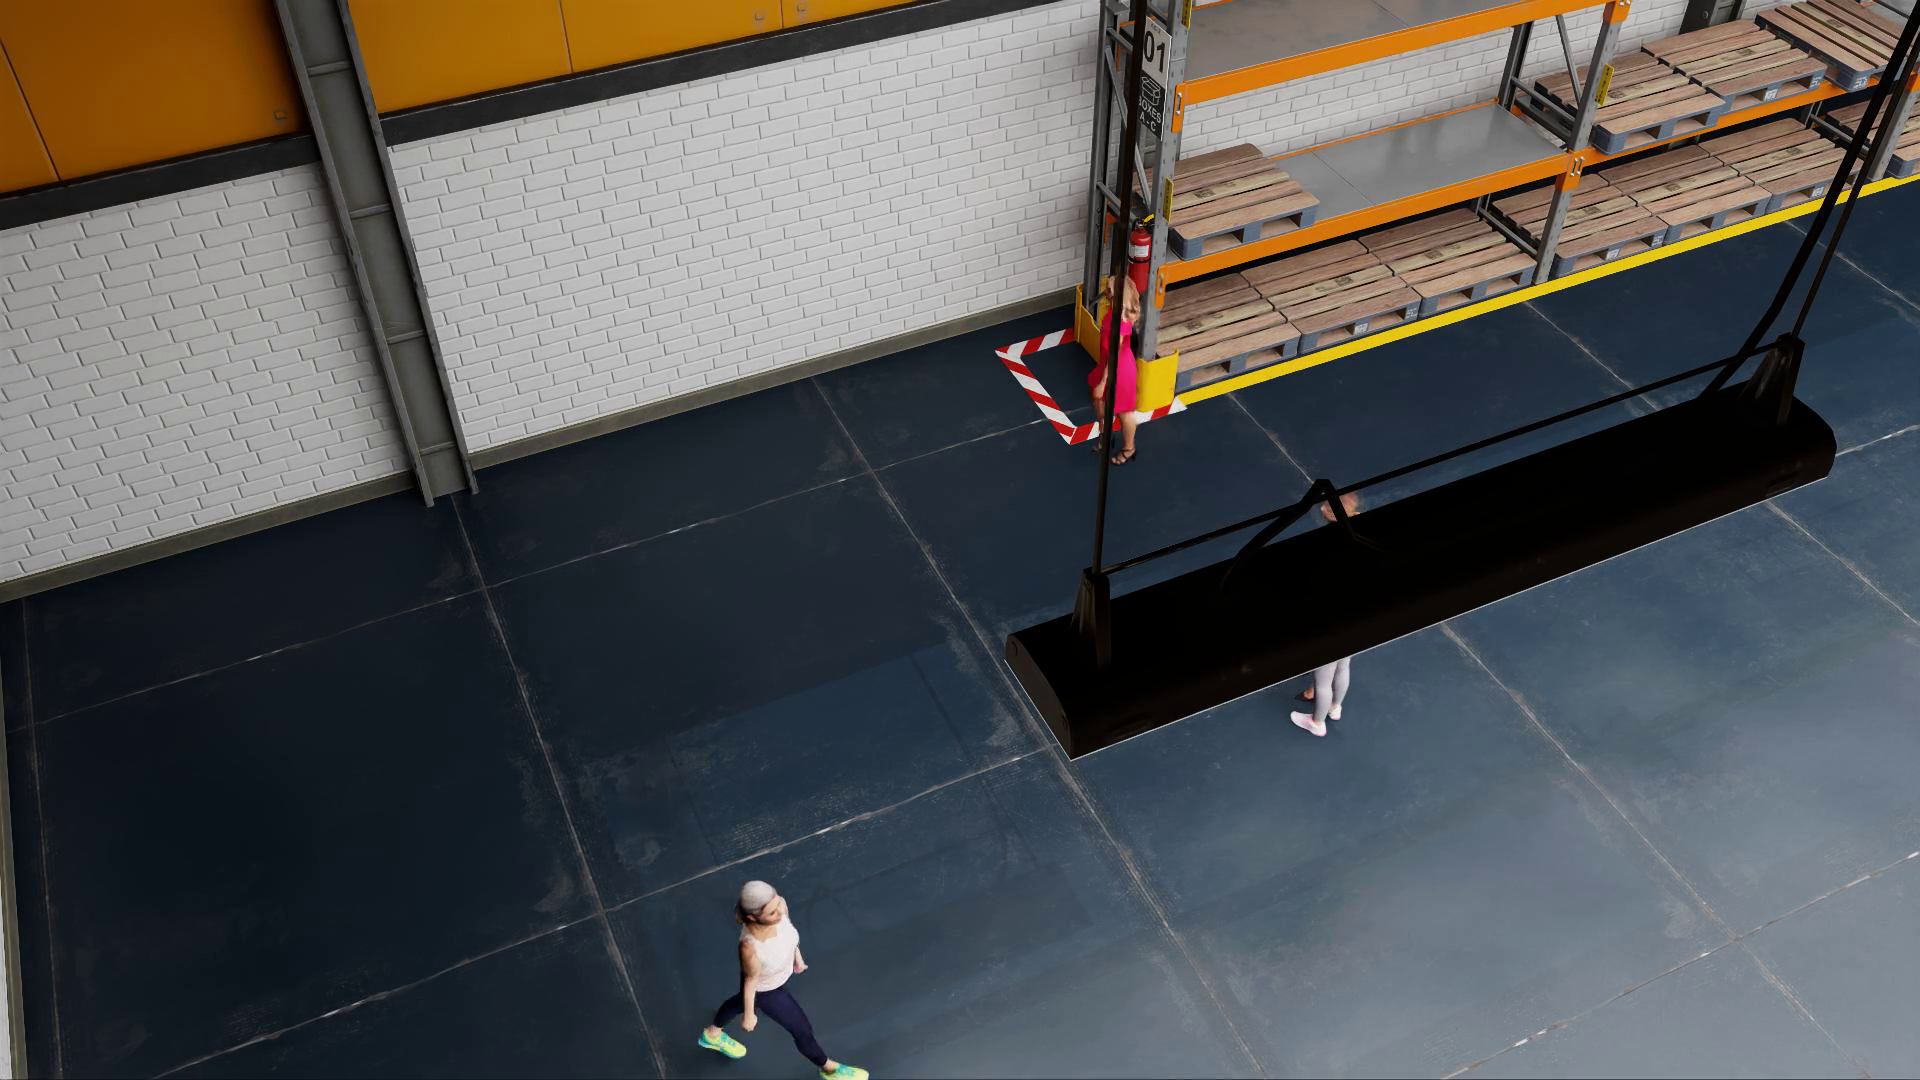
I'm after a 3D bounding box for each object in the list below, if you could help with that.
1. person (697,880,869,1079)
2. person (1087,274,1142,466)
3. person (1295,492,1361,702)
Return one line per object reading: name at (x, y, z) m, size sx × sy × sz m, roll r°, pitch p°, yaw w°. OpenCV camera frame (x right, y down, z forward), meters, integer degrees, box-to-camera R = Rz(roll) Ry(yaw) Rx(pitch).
person at (-1.087, 2.287, 8.642) m, size 1.256 × 1.652 × 1.094 m, roll 9°, pitch 44°, yaw 9°
person at (1.258, -1.234, 12.292) m, size 0.766 × 1.715 × 0.702 m, roll 1°, pitch 44°, yaw 1°
person at (2.342, 0.343, 10.599) m, size 0.676 × 1.768 × 0.663 m, roll 4°, pitch 44°, yaw 4°
